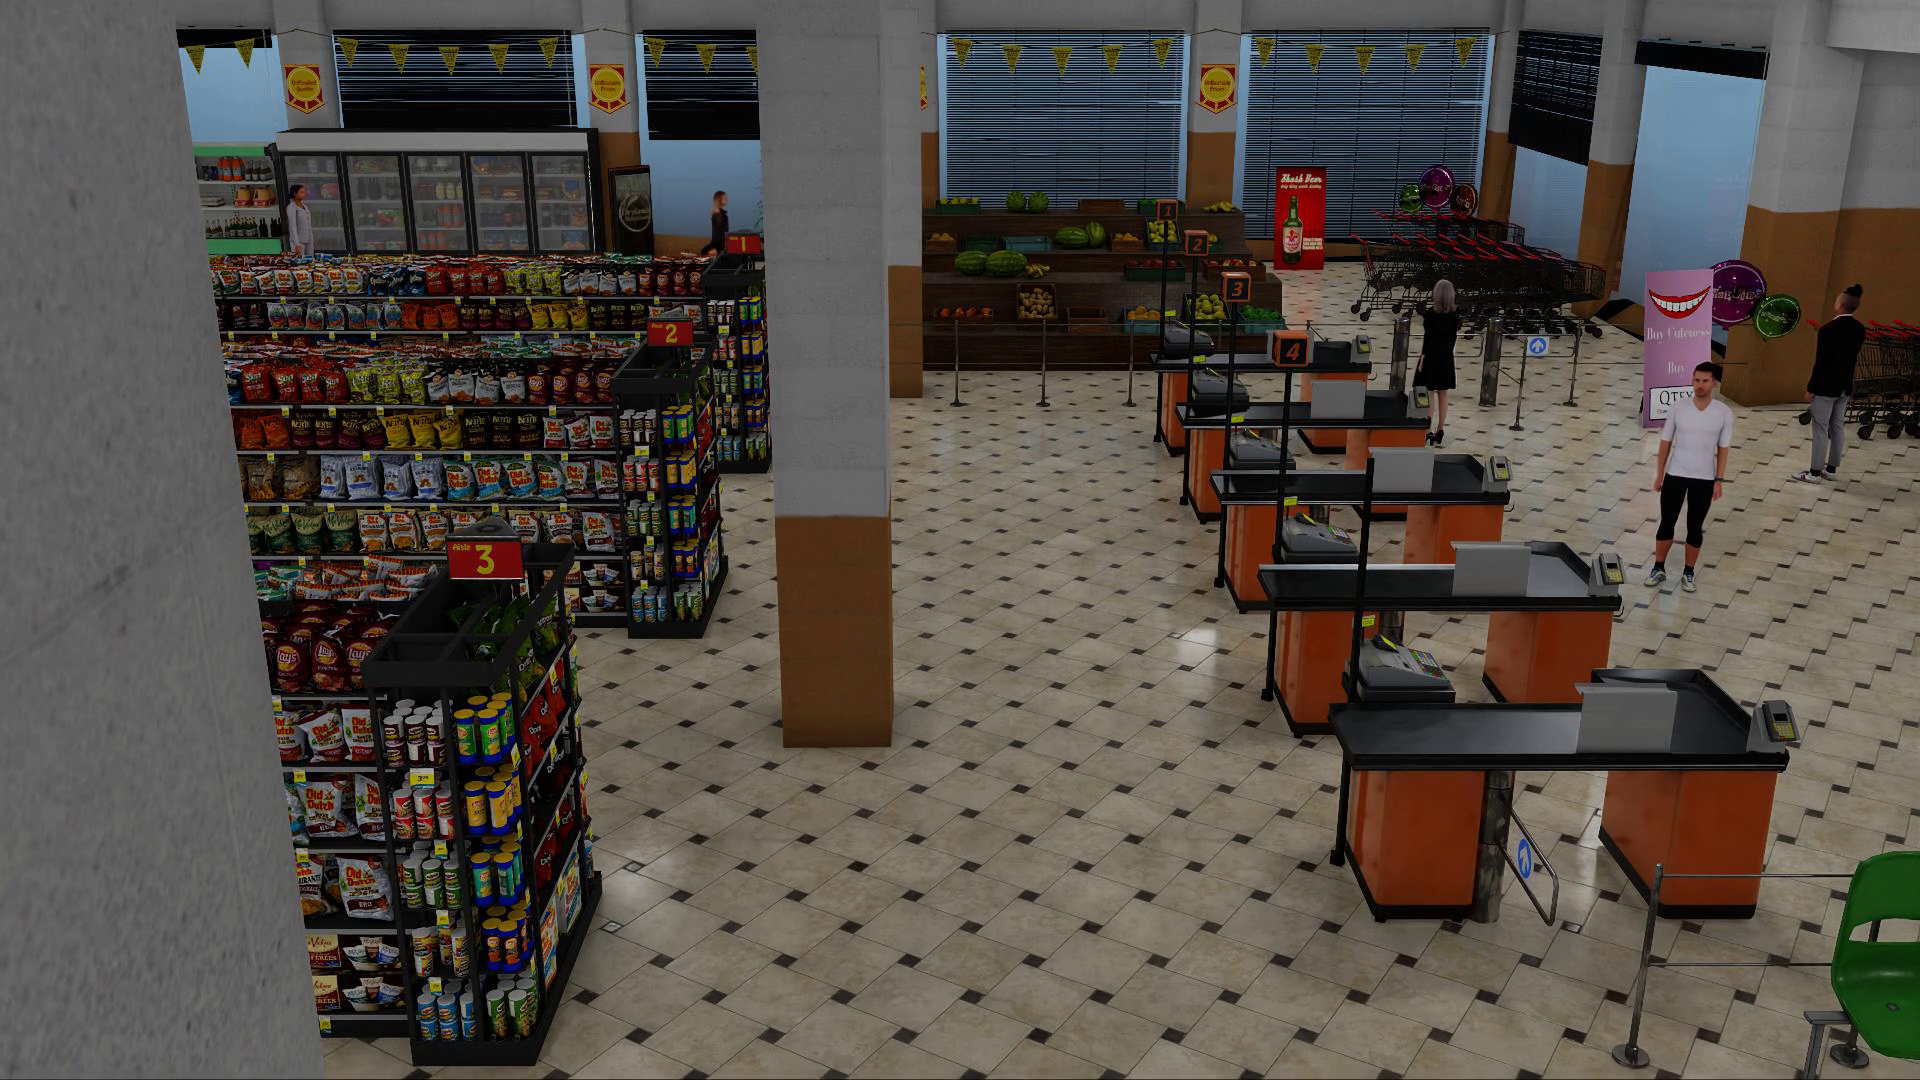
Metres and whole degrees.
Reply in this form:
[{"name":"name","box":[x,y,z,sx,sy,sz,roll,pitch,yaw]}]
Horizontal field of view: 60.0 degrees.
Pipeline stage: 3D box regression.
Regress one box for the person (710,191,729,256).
[{"name":"person","box":[-3.701,-4.379,25.007,0.926,1.678,0.666,-2,19,-5]}]

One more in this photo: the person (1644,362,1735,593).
[{"name":"person","box":[5.833,-0.518,13.283,0.680,1.851,0.807,10,21,27]}]

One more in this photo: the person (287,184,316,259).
[{"name":"person","box":[-10.117,-4.583,25.521,0.619,1.735,0.667,4,19,11]}]

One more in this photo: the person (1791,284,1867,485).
[{"name":"person","box":[8.456,-1.516,16.090,0.693,1.950,0.848,-8,20,-22]}]

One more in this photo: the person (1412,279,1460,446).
[{"name":"person","box":[5.001,-1.870,17.457,0.631,1.746,0.747,-8,20,-22]}]
